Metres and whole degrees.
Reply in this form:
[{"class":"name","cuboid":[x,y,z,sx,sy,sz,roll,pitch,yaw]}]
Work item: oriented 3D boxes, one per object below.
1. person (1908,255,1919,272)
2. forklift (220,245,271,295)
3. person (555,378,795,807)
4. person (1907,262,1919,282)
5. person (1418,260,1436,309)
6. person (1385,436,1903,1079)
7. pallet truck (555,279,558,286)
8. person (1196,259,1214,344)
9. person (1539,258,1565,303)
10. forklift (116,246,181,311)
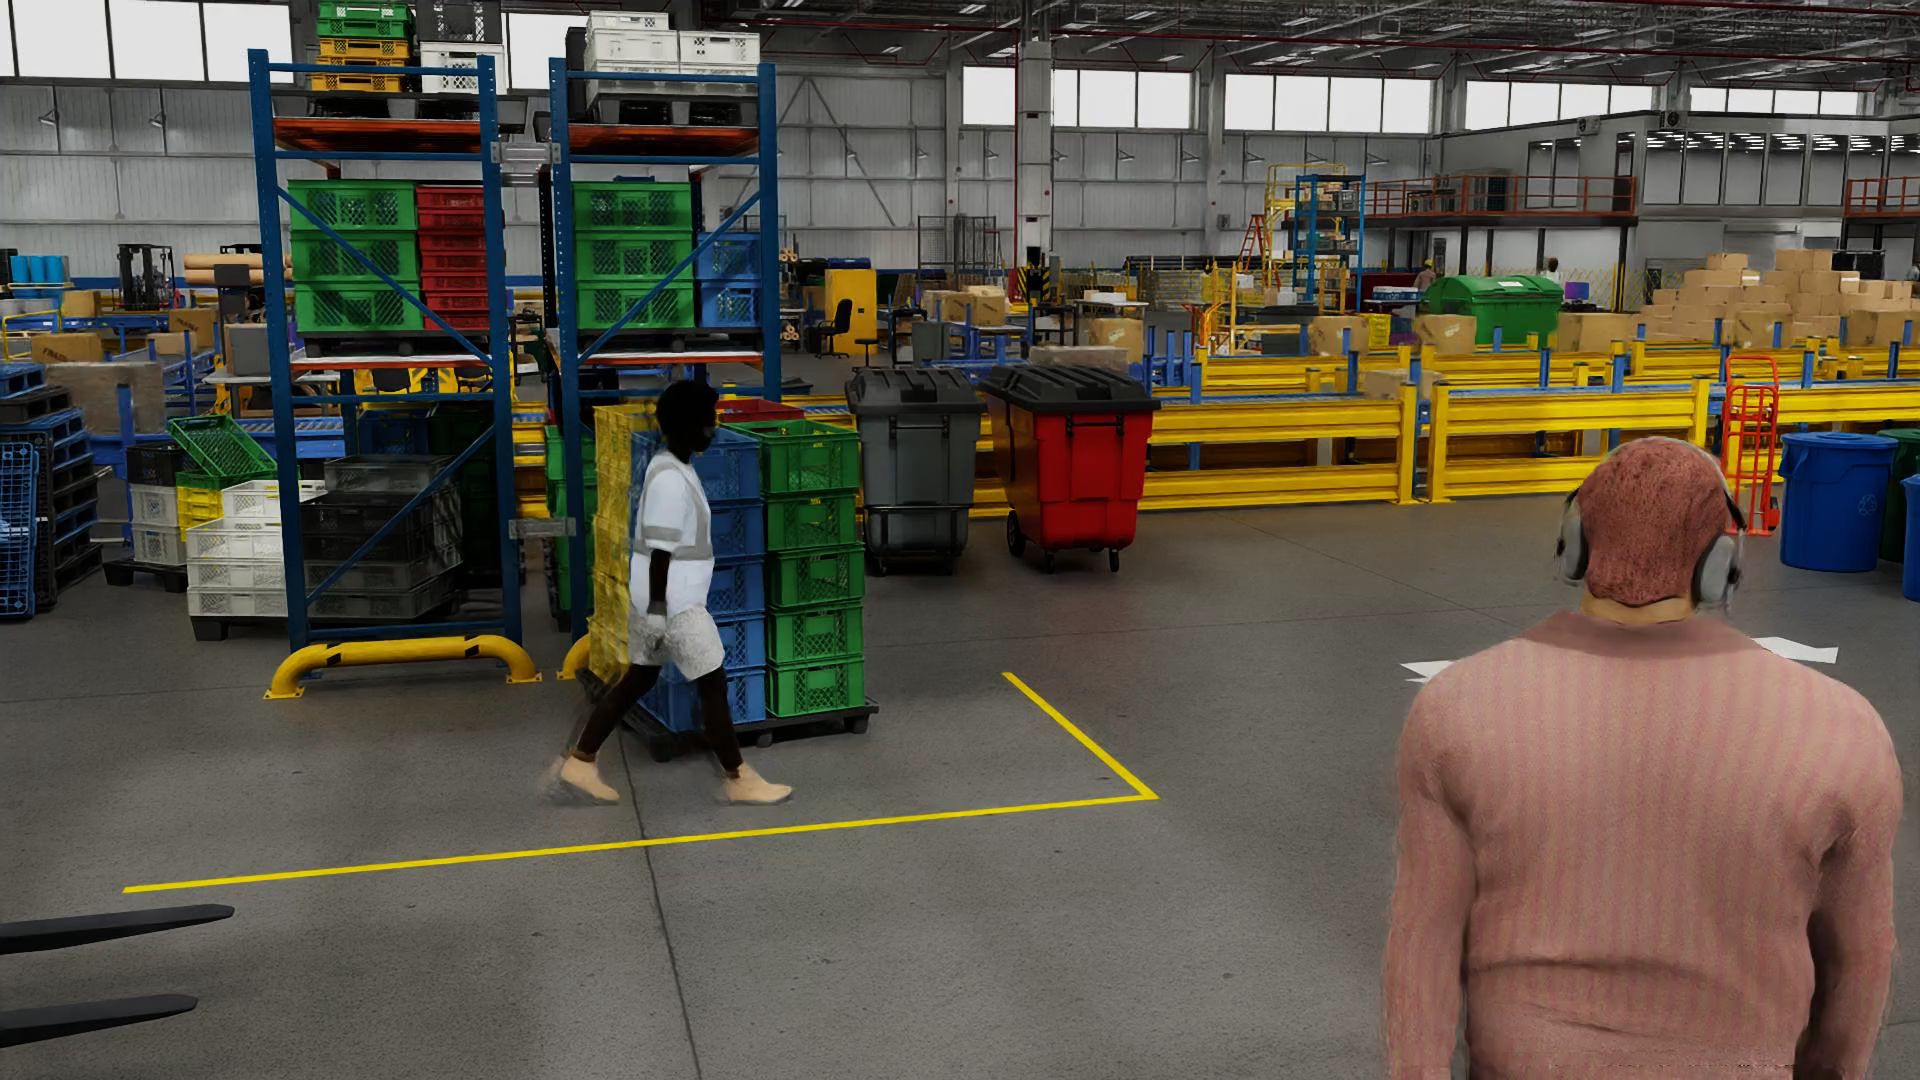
[{"class":"person","cuboid":[24.424,-6.303,42.343,0.587,1.927,0.367,4,11,20]},{"class":"forklift","cuboid":[-17.749,-6.334,41.440,1.157,1.987,2.680,-3,10,-17]},{"class":"person","cuboid":[-1.118,0.214,6.235,0.890,1.647,0.539,-2,10,-11]},{"class":"person","cuboid":[23.124,-5.909,39.793,0.709,2.000,0.974,0,10,-2]},{"class":"person","cuboid":[12.693,-6.727,45.200,0.524,1.769,0.309,9,13,40]},{"class":"person","cuboid":[0.996,0.774,2.466,0.644,1.857,0.977,5,11,28]},{"class":"pallet truck","cuboid":[-10.604,-6.375,44.520,0.653,1.274,1.630,-3,10,-15]},{"class":"person","cuboid":[5.196,-5.022,35.312,0.336,1.857,0.498,0,10,3]},{"class":"person","cuboid":[13.500,-5.475,37.839,0.613,1.856,0.803,-2,10,-12]},{"class":"forklift","cuboid":[-19.966,-6.232,40.894,1.157,1.987,2.680,-3,10,-15]}]
